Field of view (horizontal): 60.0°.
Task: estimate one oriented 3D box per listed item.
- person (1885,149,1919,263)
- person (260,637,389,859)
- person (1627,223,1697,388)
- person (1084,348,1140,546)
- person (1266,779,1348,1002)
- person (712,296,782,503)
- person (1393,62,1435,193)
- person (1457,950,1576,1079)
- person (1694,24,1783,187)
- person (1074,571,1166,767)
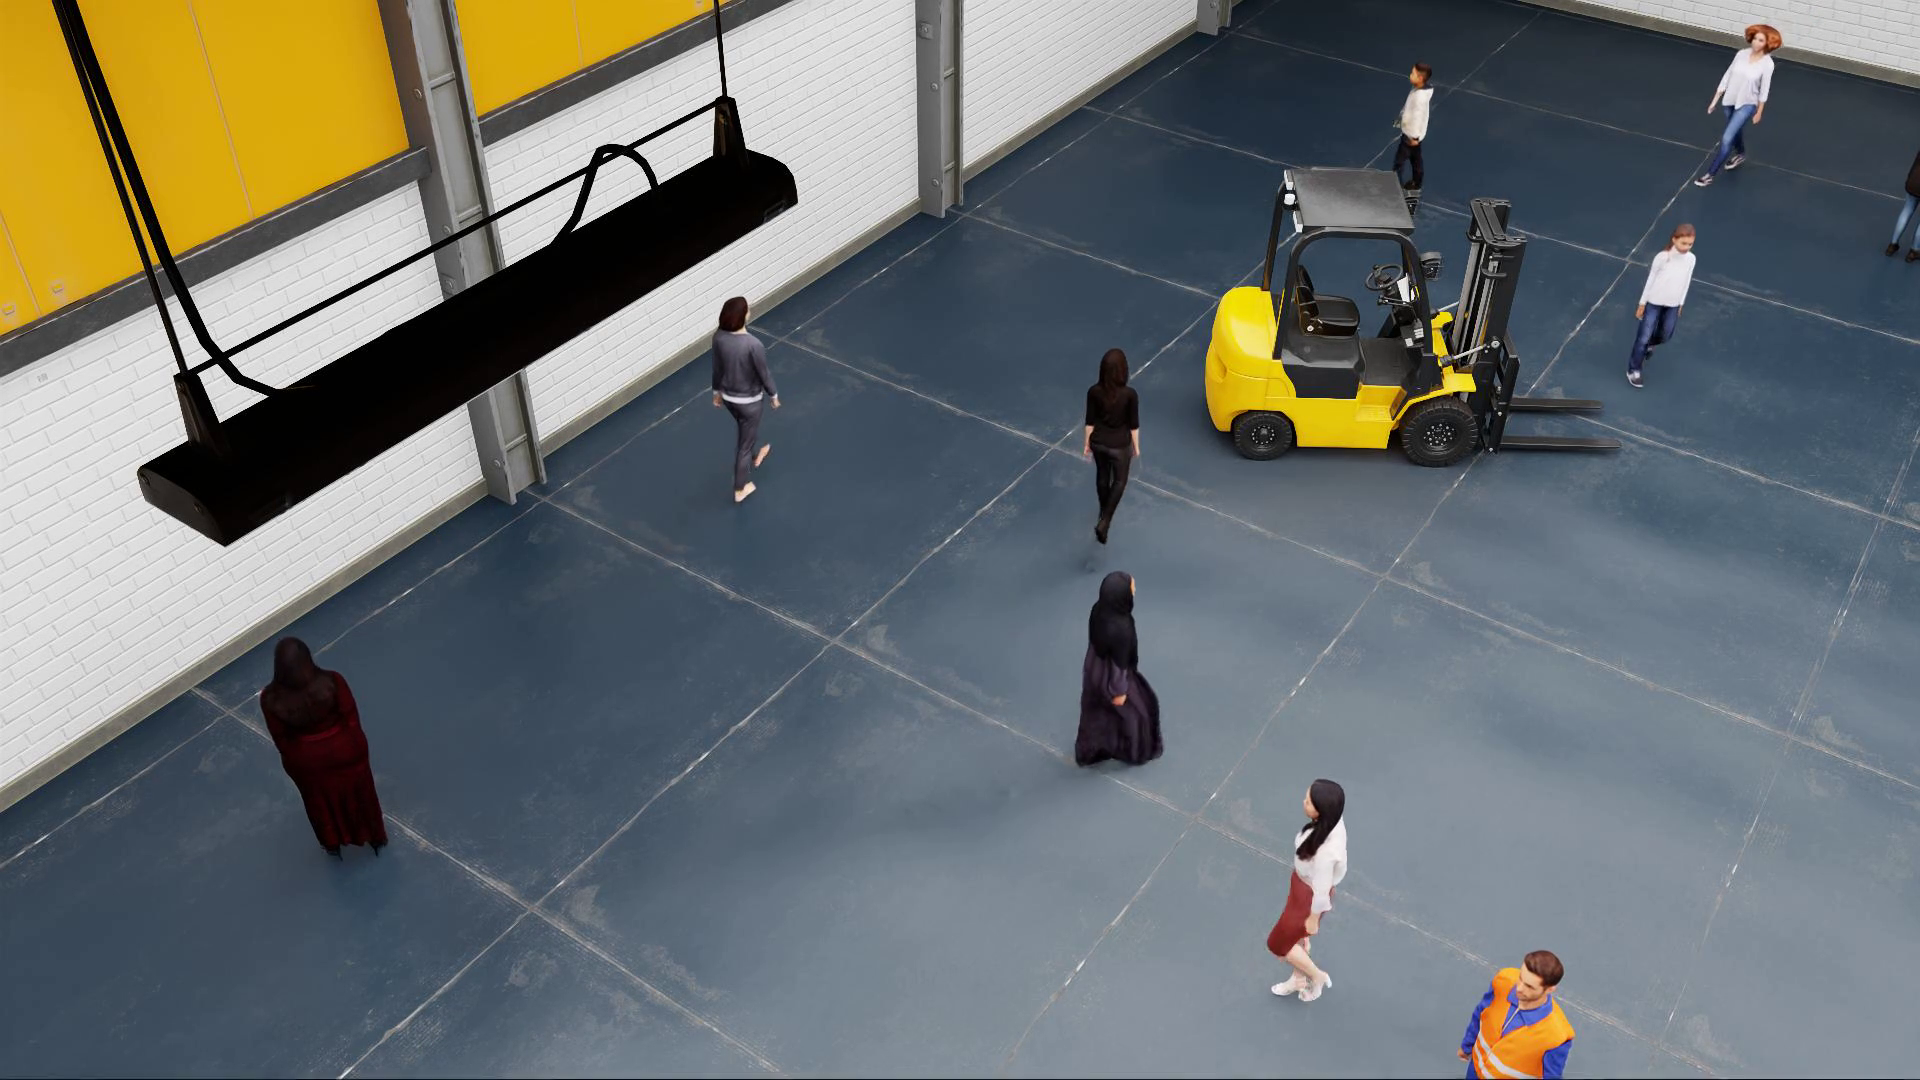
[{"bbox_3d":[9.440,-3.494,16.178,0.623,1.634,0.611,27,46,30],"label":"person"},{"bbox_3d":[-3.855,1.281,10.098,0.764,1.758,0.850,-15,41,-17],"label":"person"},{"bbox_3d":[6.111,-2.109,14.521,0.754,1.537,0.890,6,39,7],"label":"person"},{"bbox_3d":[1.140,-0.690,12.669,0.727,1.630,0.975,12,40,14],"label":"person"},{"bbox_3d":[2.009,2.005,9.211,0.790,1.734,0.707,6,39,8],"label":"person"},{"bbox_3d":[-1.755,-1.066,13.050,0.721,1.742,0.968,18,42,21],"label":"person"},{"bbox_3d":[4.790,-4.259,17.294,0.803,1.435,0.782,9,39,11],"label":"person"},{"bbox_3d":[2.714,2.660,8.286,0.742,1.864,0.766,-22,44,-25],"label":"person"},{"bbox_3d":[8.298,-4.622,17.559,1.239,1.671,0.996,-18,42,-21],"label":"person"},{"bbox_3d":[0.912,0.862,10.745,0.967,1.606,0.874,-12,40,-15],"label":"person"}]
